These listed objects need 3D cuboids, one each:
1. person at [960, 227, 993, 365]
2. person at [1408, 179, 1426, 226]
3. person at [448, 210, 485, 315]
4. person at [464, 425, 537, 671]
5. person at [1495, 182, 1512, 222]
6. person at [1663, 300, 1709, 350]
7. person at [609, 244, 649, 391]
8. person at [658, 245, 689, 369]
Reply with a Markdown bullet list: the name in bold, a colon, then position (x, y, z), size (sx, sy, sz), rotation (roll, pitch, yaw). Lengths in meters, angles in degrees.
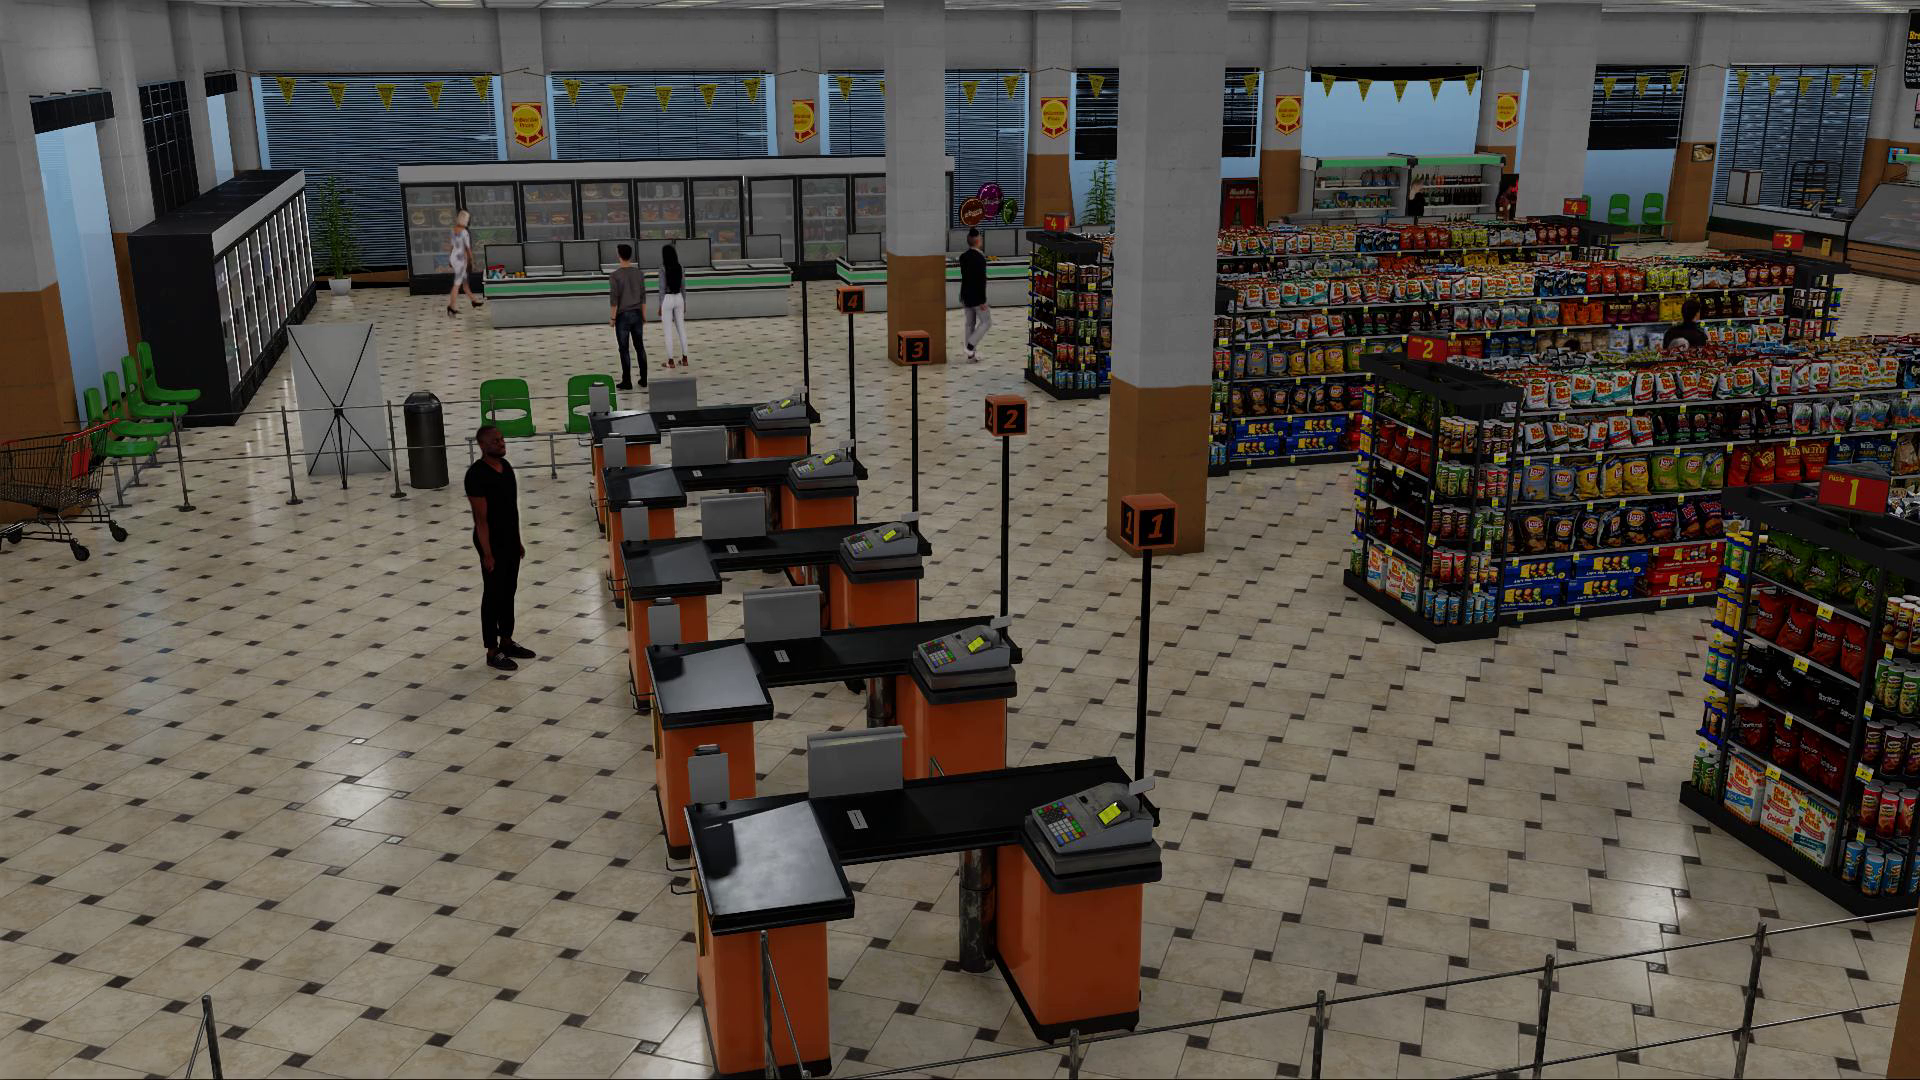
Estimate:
- **person**: position (0.125, -3.453, 23.582), size (0.839, 1.946, 0.842), rotation (-12, 21, -35)
- **person**: position (9.393, -6.595, 34.377), size (0.536, 1.687, 0.610), rotation (-6, 18, -18)
- **person**: position (-8.438, -4.614, 27.822), size (0.961, 1.704, 1.096), rotation (12, 21, 35)
- **person**: position (-3.424, 0.039, 12.299), size (0.752, 1.820, 0.752), rotation (5, 18, 15)
- **person**: position (10.697, -6.198, 32.952), size (0.549, 1.755, 0.593), rotation (-2, 17, -5)
- **person**: position (7.636, -1.619, 17.811), size (1.207, 1.790, 0.935), rotation (-10, 19, -29)
- **person**: position (-4.379, -2.955, 22.015), size (0.675, 1.903, 0.822), rotation (-13, 21, -36)
- **person**: position (-4.065, -3.306, 23.479), size (0.596, 1.724, 0.732), rotation (-14, 22, -39)
